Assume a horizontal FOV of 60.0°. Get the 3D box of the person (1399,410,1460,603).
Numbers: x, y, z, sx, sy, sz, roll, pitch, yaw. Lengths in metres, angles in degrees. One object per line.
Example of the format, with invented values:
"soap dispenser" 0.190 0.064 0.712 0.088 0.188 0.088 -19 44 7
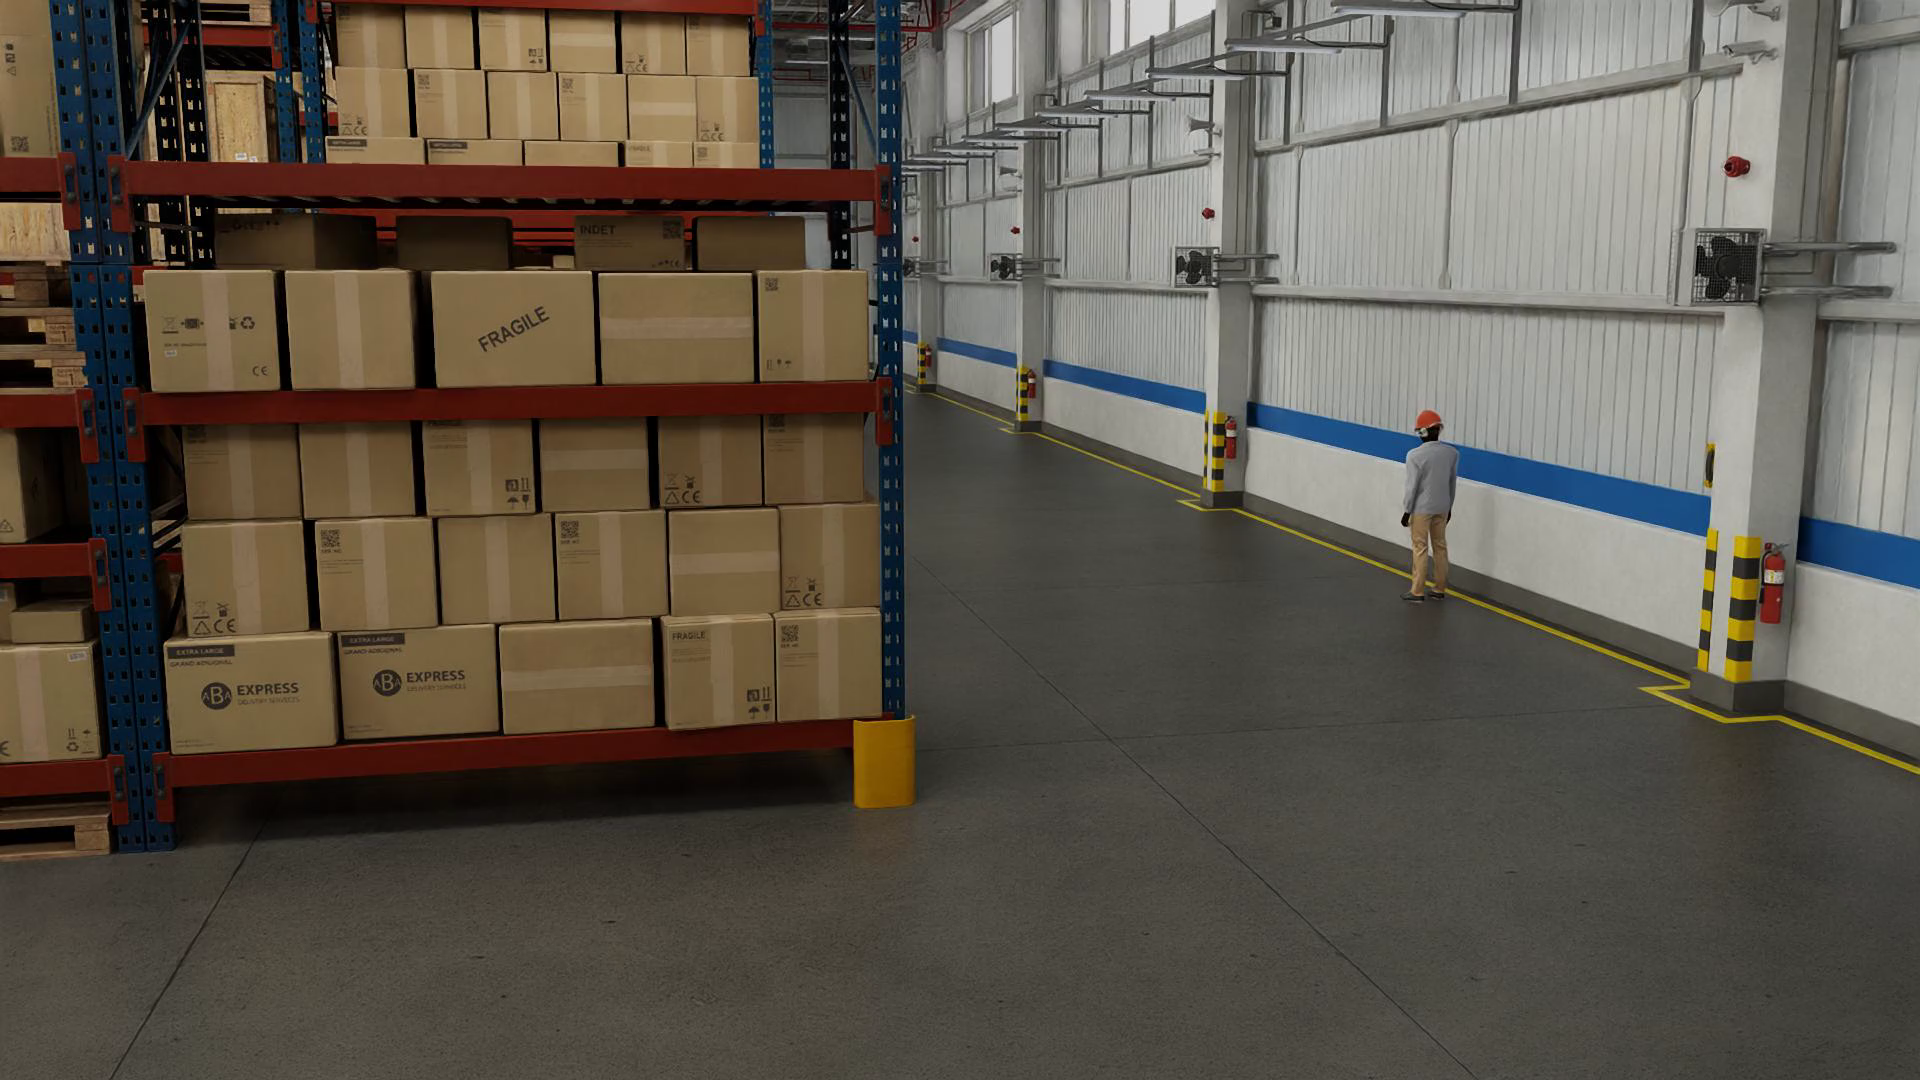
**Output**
"person" 4.243 -0.305 15.094 0.560 1.750 0.328 -4 10 -24
